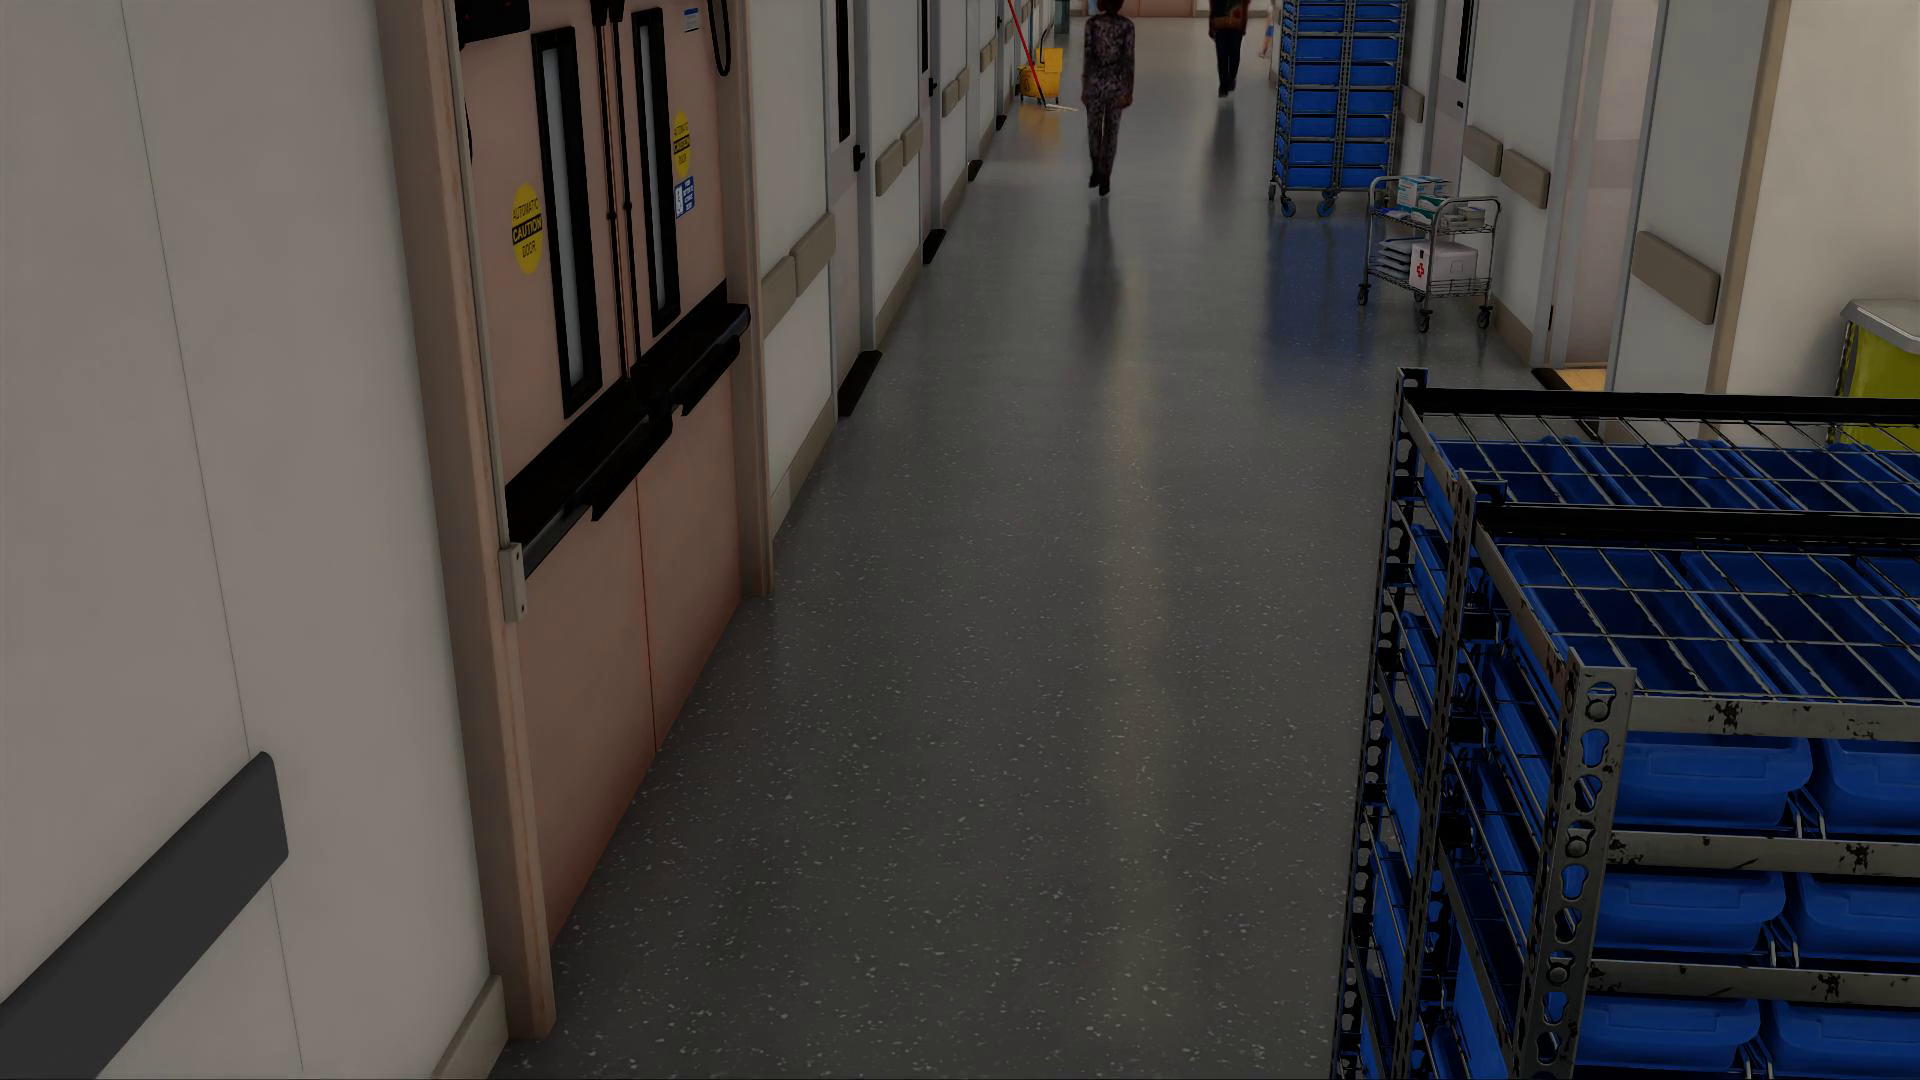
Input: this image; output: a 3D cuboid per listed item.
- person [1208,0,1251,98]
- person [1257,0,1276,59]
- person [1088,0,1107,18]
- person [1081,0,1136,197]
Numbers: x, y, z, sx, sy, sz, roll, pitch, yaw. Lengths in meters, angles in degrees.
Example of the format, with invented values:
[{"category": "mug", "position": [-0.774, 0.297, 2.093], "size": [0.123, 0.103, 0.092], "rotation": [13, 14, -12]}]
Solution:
[{"category": "person", "position": [3.365, -6.481, 20.861], "size": [0.732, 1.794, 0.906], "rotation": [4, 21, 11]}, {"category": "person", "position": [5.020, -8.192, 26.546], "size": [0.588, 1.008, 0.685], "rotation": [-9, 23, -22]}, {"category": "person", "position": [1.894, -7.160, 22.637], "size": [0.751, 1.847, 0.538], "rotation": [-2, 21, -5]}, {"category": "person", "position": [1.196, -3.678, 13.646], "size": [0.596, 1.702, 0.635], "rotation": [3, 21, 8]}]
